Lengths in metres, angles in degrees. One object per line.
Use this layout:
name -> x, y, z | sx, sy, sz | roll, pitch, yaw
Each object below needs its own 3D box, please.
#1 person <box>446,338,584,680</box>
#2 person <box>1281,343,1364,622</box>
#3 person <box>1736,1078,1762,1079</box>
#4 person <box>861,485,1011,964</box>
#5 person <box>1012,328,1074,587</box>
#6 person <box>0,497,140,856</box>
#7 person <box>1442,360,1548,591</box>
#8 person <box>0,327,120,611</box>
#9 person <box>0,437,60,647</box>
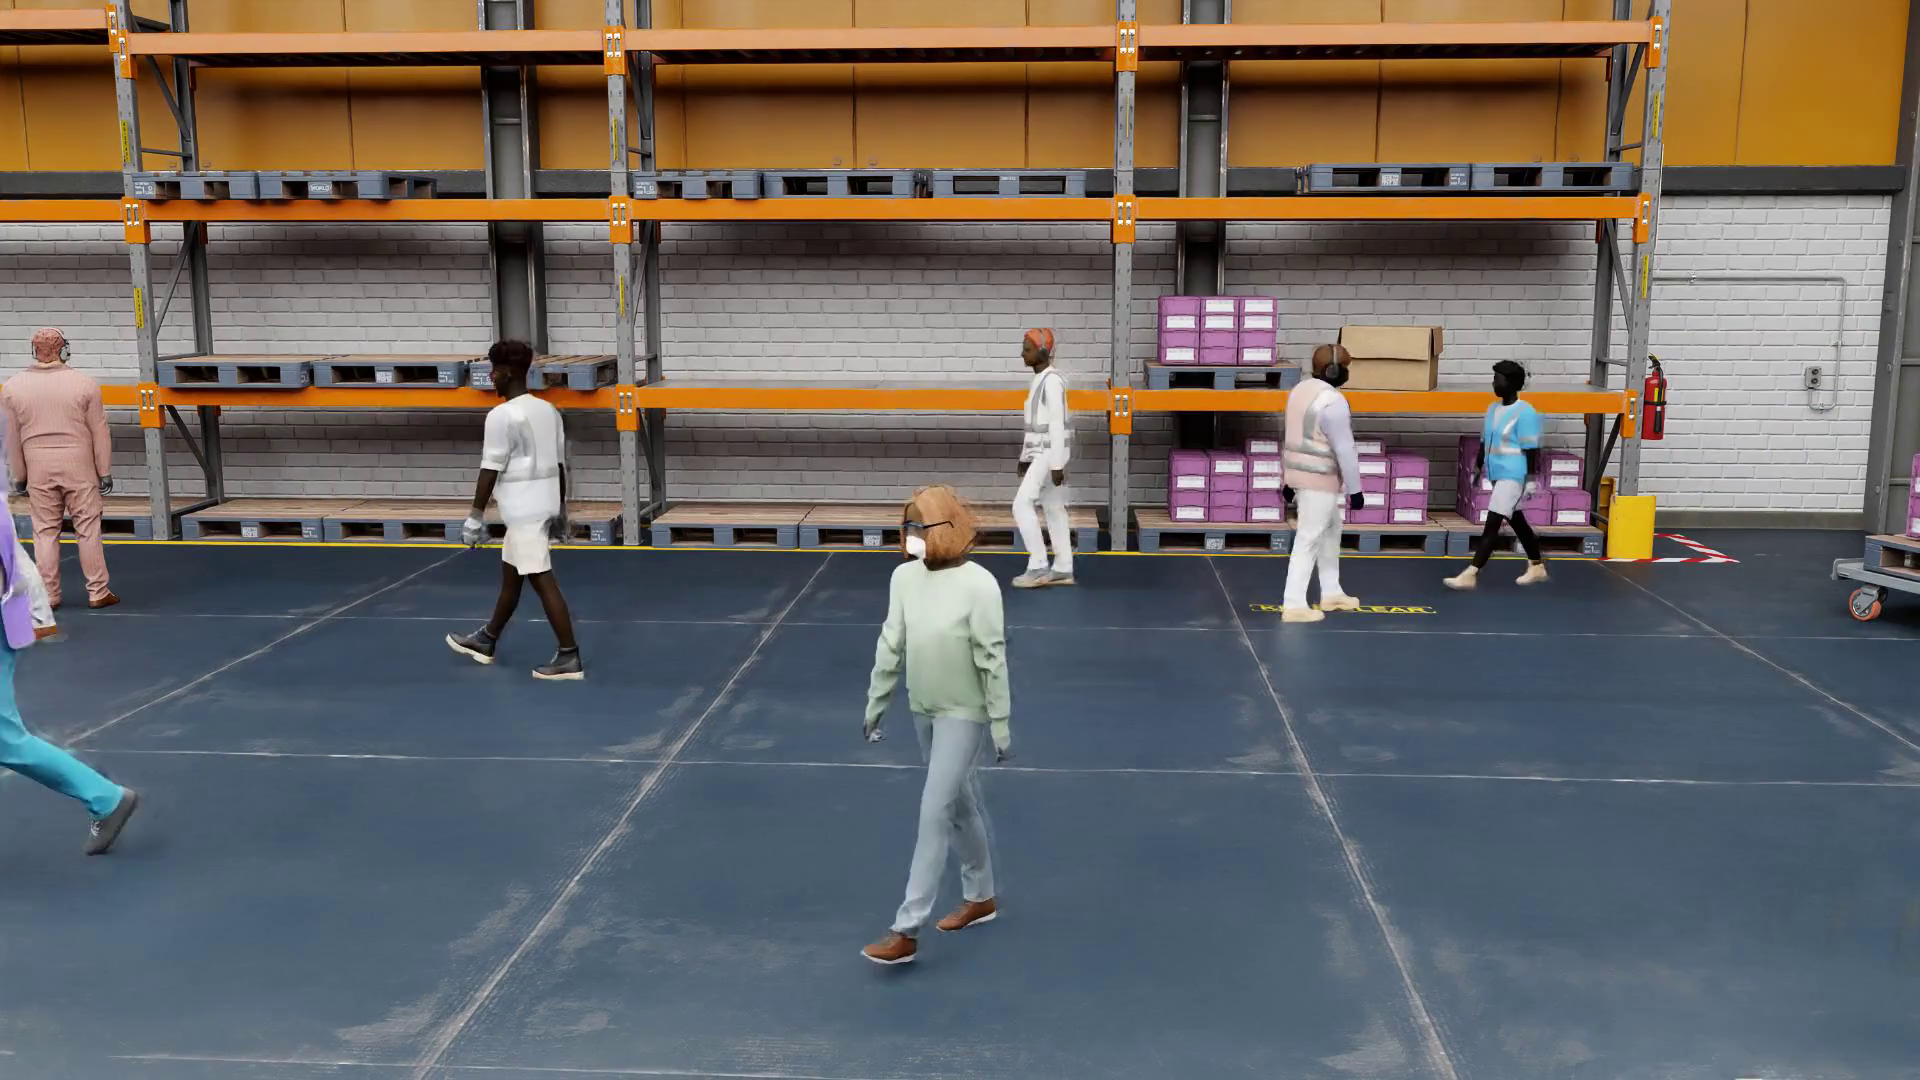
person -> -2.568, -0.166, 9.387 | 1.000, 1.913, 0.613 | 2, 10, 12
person -> 2.435, -0.367, 10.853 | 0.773, 1.813, 0.637 | -2, 10, -12
person -> 0.714, 1.267, 1.657 | 0.587, 1.687, 0.945 | 0, 10, -3
person -> -0.141, 0.622, 5.666 | 0.781, 1.597, 0.533 | -8, 13, -40
person -> 0.564, -0.580, 11.941 | 0.623, 1.863, 0.575 | 0, 10, -1
person -> -3.706, 0.397, 6.378 | 0.835, 1.821, 0.573 | -7, 12, -36
person -> 3.886, -0.460, 11.877 | 0.889, 1.646, 0.545 | -2, 10, -13
person -> -6.025, -0.468, 11.173 | 0.639, 1.909, 0.409 | -2, 10, -13
person -> -5.996, -0.247, 9.938 | 1.021, 1.884, 0.655 | -8, 13, -39
